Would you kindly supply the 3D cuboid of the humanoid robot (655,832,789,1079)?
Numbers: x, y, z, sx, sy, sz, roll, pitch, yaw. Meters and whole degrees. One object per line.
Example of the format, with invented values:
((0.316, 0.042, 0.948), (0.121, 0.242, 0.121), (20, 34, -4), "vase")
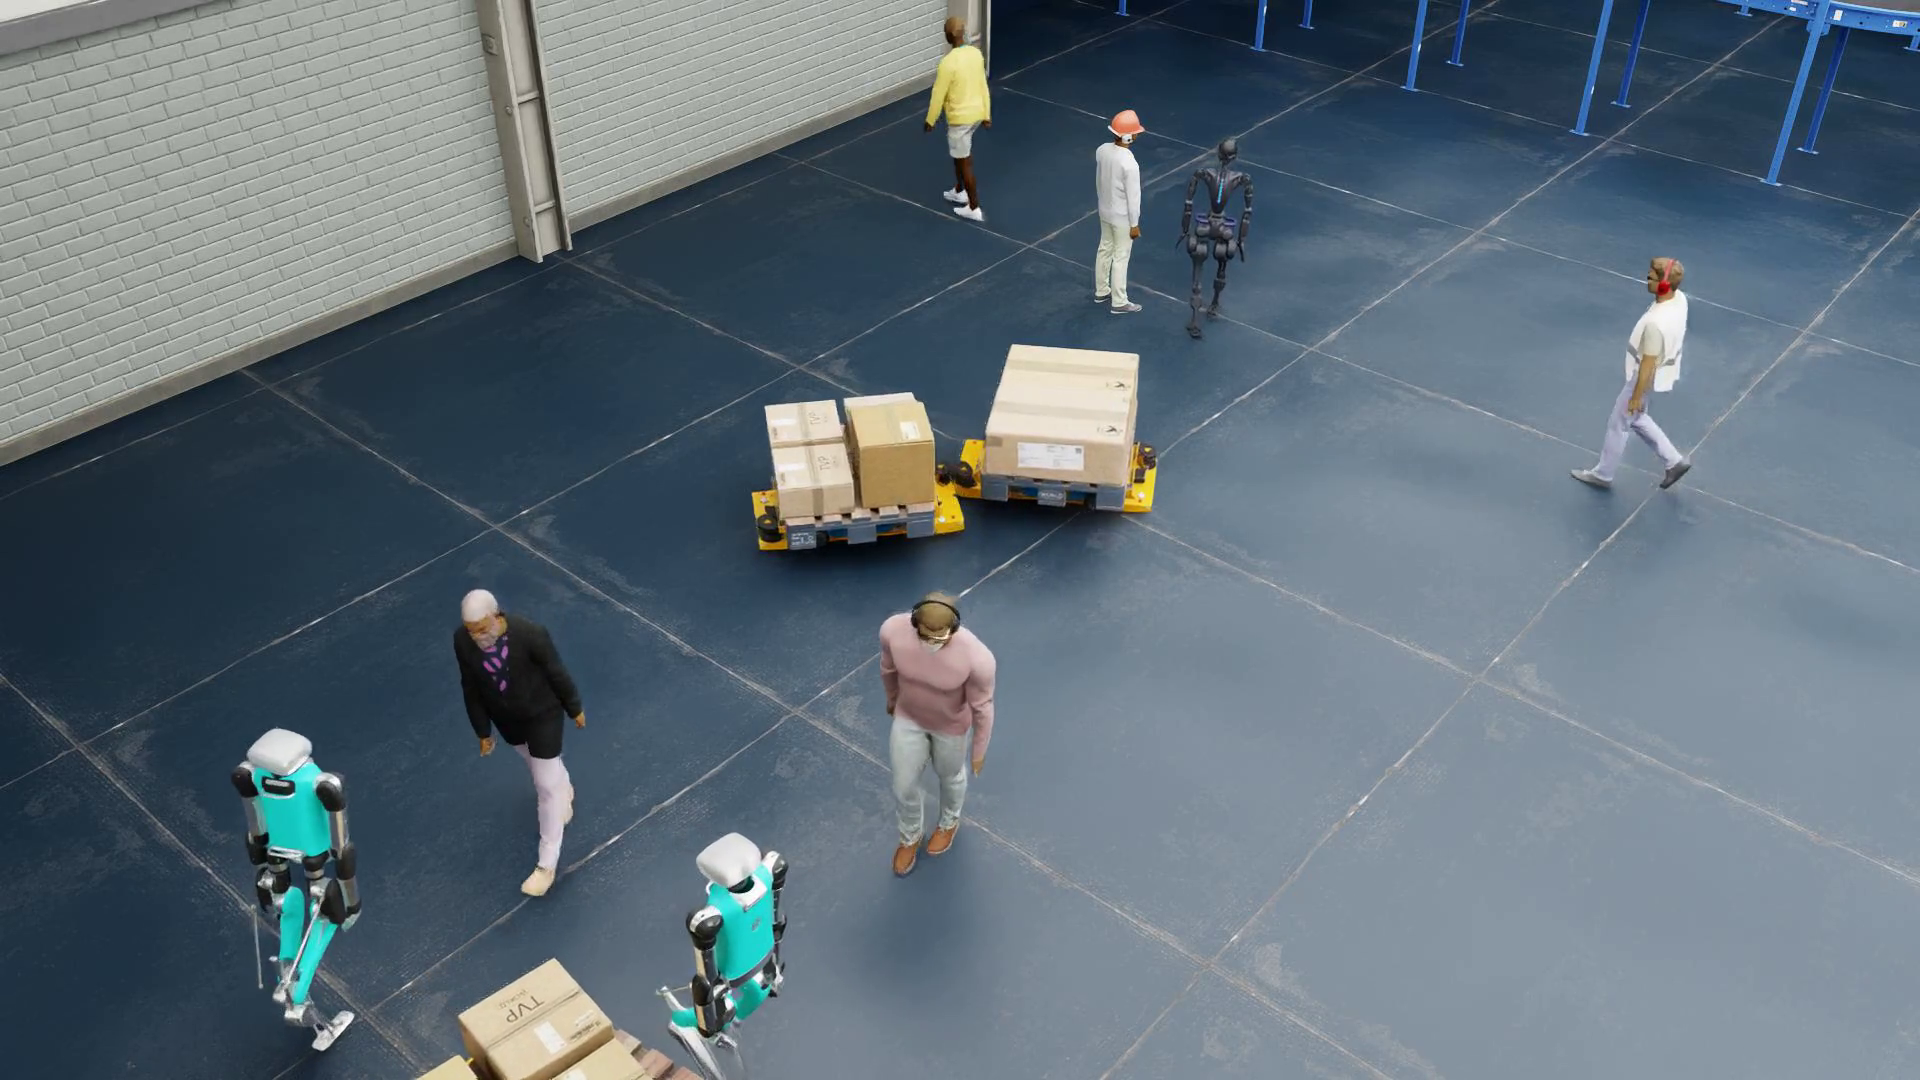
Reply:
((-1.099, 1.974, 7.427), (0.674, 1.883, 0.541), (23, 42, 29), "humanoid robot")

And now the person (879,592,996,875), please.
((-0.136, 0.985, 8.595), (0.650, 1.905, 0.617), (11, 37, 15), "person")

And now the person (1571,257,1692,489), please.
((4.841, -1.111, 11.605), (0.684, 1.829, 0.570), (21, 41, 27), "person")

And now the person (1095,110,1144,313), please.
((1.349, -2.761, 13.984), (0.324, 1.751, 0.559), (-17, 39, -23), "person")

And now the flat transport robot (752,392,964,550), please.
((-0.729, -0.244, 11.730), (1.431, 0.231, 0.659), (-6, 36, -8), "flat transport robot")

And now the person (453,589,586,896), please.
((-2.299, 0.975, 8.703), (0.564, 1.788, 0.960), (6, 36, 8), "person")

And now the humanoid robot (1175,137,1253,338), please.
((2.082, -2.527, 13.730), (0.599, 1.635, 0.625), (6, 36, 8), "humanoid robot")

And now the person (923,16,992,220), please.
((-0.036, -3.954, 15.567), (0.755, 1.866, 0.550), (24, 42, 30), "person")

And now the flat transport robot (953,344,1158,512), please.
((0.702, -0.508, 12.100), (1.431, 0.231, 0.659), (5, 36, 8), "flat transport robot")

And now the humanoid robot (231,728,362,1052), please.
((-3.087, 1.796, 7.676), (0.536, 1.860, 0.773), (8, 36, 12), "humanoid robot")

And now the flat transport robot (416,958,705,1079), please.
((-1.879, 2.816, 7.434), (1.431, 0.231, 0.659), (21, 41, 27), "flat transport robot")
